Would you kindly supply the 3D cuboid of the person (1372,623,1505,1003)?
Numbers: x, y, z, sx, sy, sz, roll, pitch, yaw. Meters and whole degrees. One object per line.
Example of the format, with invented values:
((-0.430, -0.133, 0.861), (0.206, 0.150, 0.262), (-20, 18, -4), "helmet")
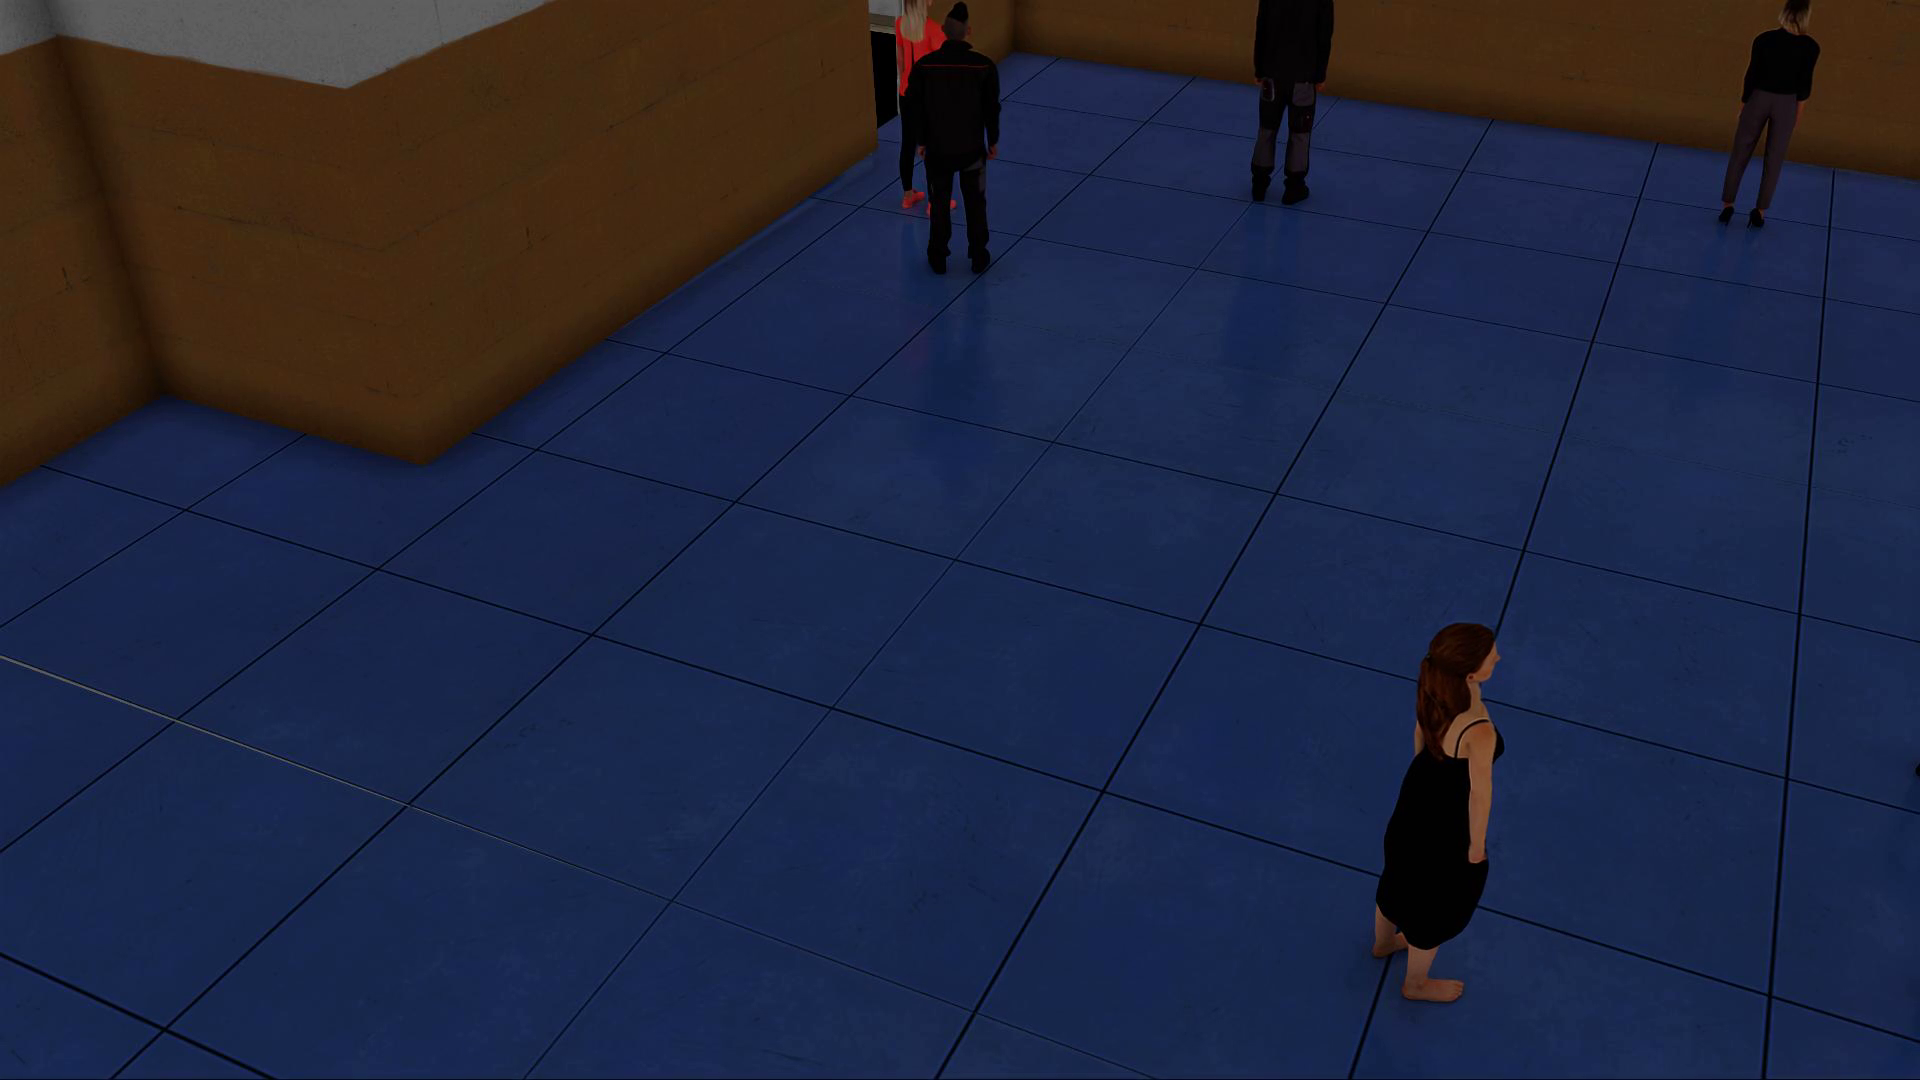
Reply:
((1.691, 0.957, 5.888), (0.730, 1.625, 0.675), (-9, 35, -14), "person")

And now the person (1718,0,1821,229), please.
((5.762, -3.034, 11.847), (0.472, 1.672, 0.661), (17, 37, 24), "person")

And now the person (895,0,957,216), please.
((-0.279, -3.222, 12.108), (0.549, 1.693, 0.702), (24, 41, 32), "person")

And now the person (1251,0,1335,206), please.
((2.420, -3.438, 12.205), (0.537, 1.946, 0.771), (12, 36, 18), "person")

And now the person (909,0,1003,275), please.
((-0.021, -2.686, 11.130), (0.724, 1.861, 0.907), (1, 34, 2), "person")
